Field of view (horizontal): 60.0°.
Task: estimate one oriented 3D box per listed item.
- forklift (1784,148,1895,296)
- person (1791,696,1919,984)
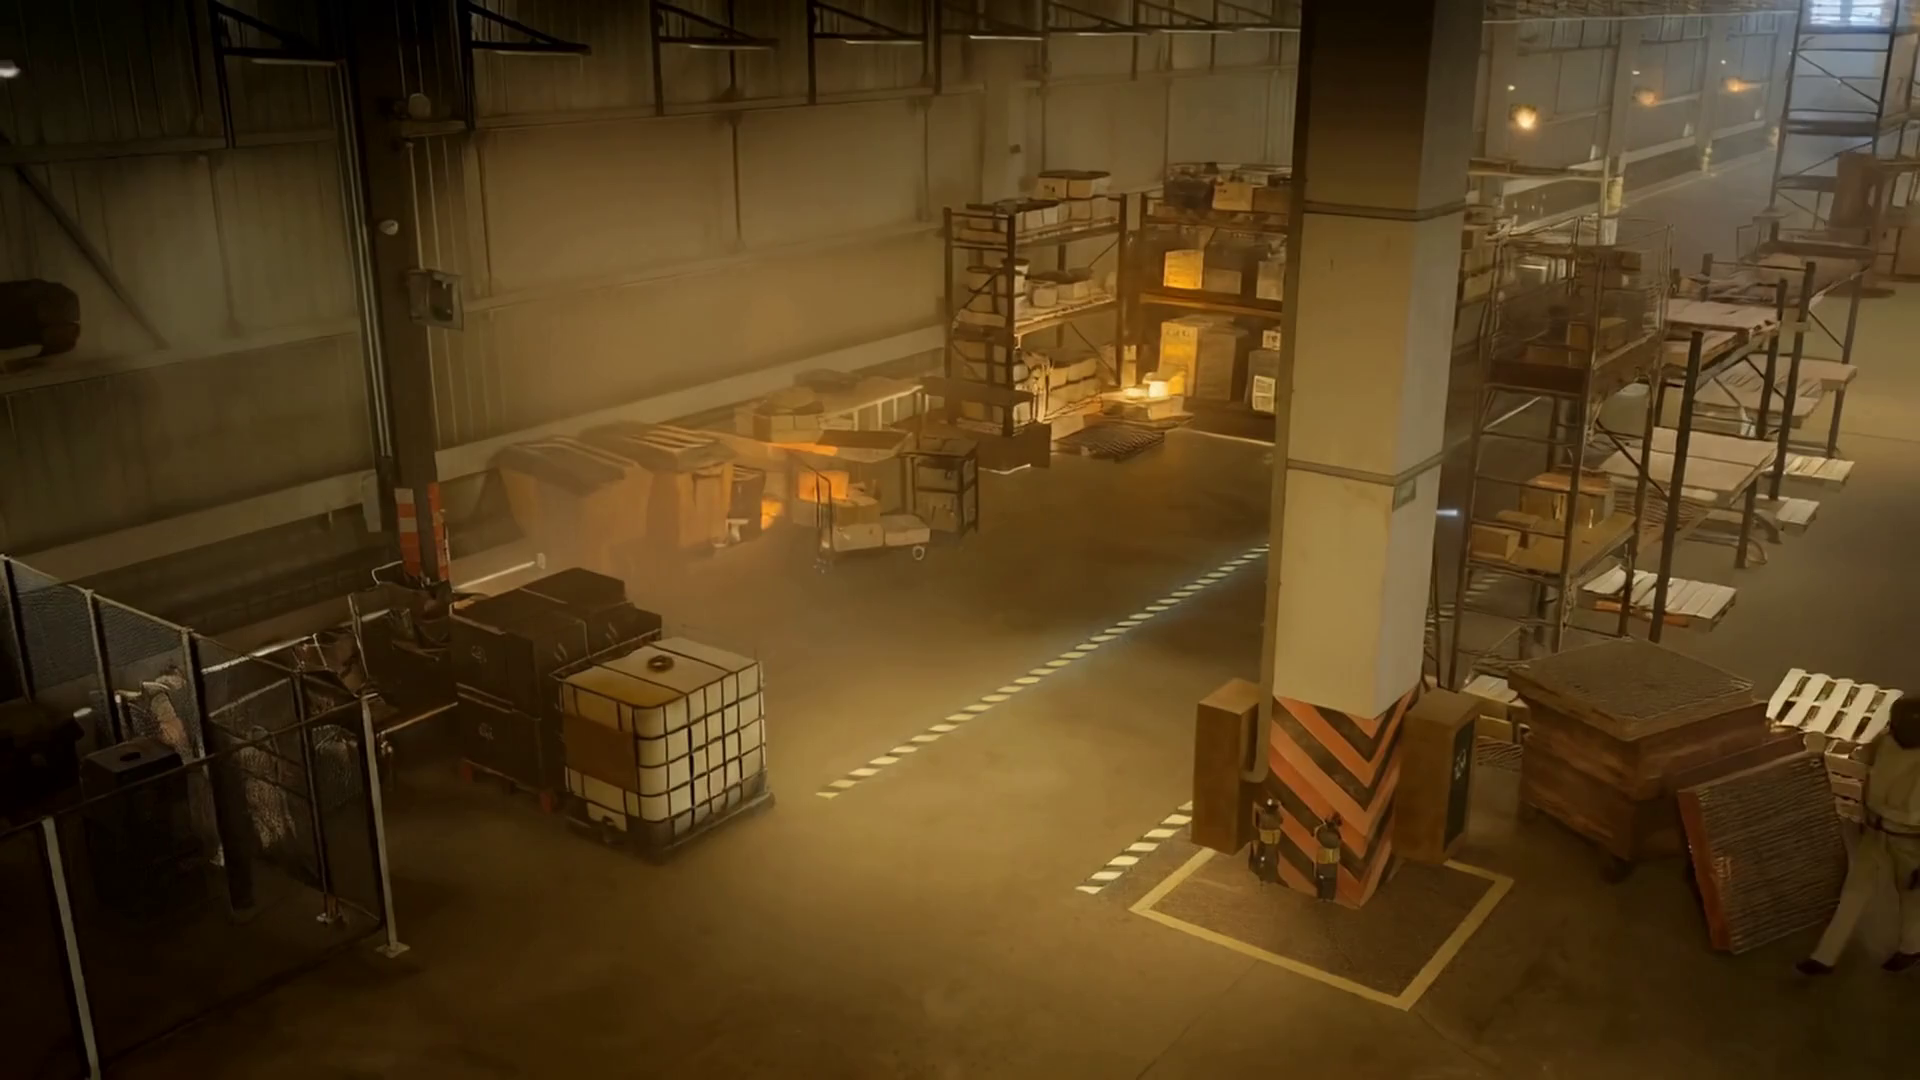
[{"bbox_3d":[17.477,-6.284,32.852,1.873,2.768,1.129,1,18,2],"label":"forklift"},{"bbox_3d":[5.460,1.789,9.788,0.987,1.829,0.599,-8,20,-24],"label":"person"}]
